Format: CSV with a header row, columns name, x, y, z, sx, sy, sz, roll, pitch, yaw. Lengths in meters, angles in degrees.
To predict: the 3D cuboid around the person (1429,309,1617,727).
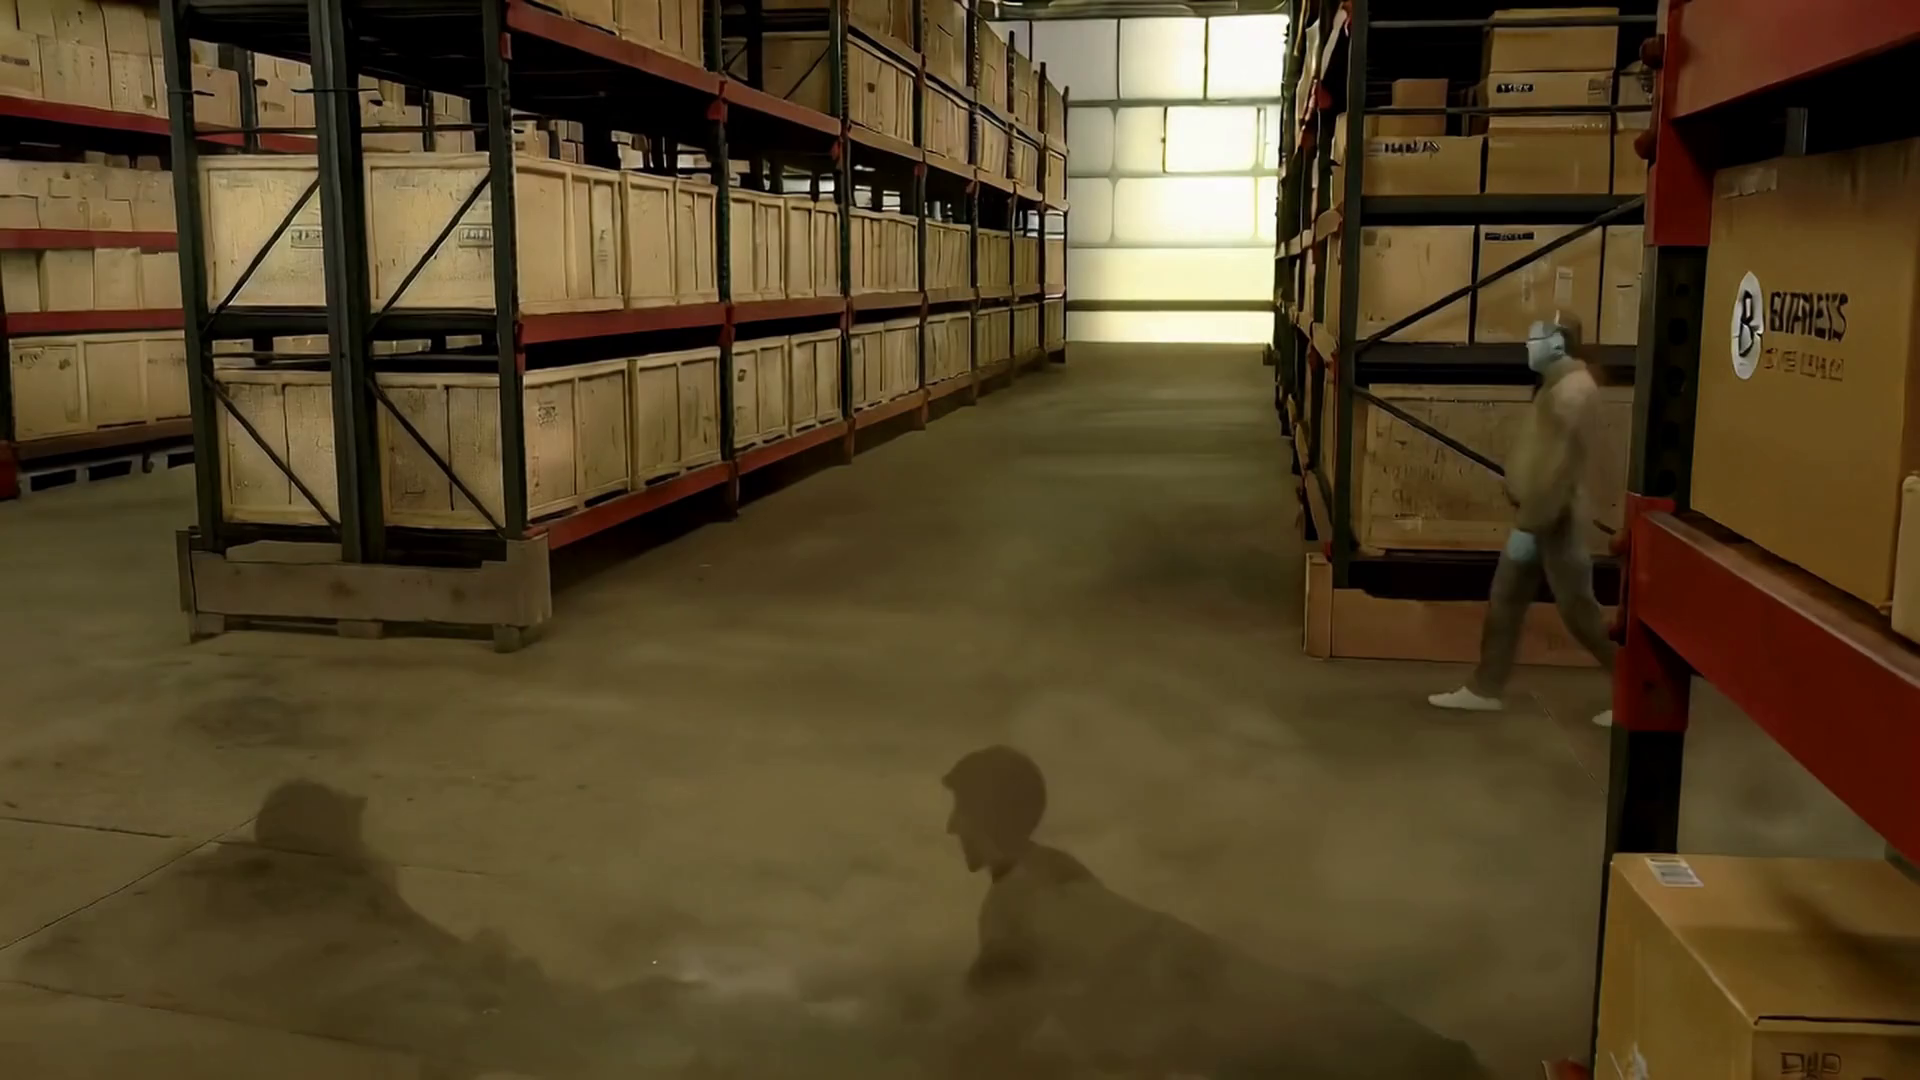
name,x,y,z,sx,sy,sz,roll,pitch,yaw
person,2.683,-0.097,7.449,0.955,1.866,0.642,2,9,12
